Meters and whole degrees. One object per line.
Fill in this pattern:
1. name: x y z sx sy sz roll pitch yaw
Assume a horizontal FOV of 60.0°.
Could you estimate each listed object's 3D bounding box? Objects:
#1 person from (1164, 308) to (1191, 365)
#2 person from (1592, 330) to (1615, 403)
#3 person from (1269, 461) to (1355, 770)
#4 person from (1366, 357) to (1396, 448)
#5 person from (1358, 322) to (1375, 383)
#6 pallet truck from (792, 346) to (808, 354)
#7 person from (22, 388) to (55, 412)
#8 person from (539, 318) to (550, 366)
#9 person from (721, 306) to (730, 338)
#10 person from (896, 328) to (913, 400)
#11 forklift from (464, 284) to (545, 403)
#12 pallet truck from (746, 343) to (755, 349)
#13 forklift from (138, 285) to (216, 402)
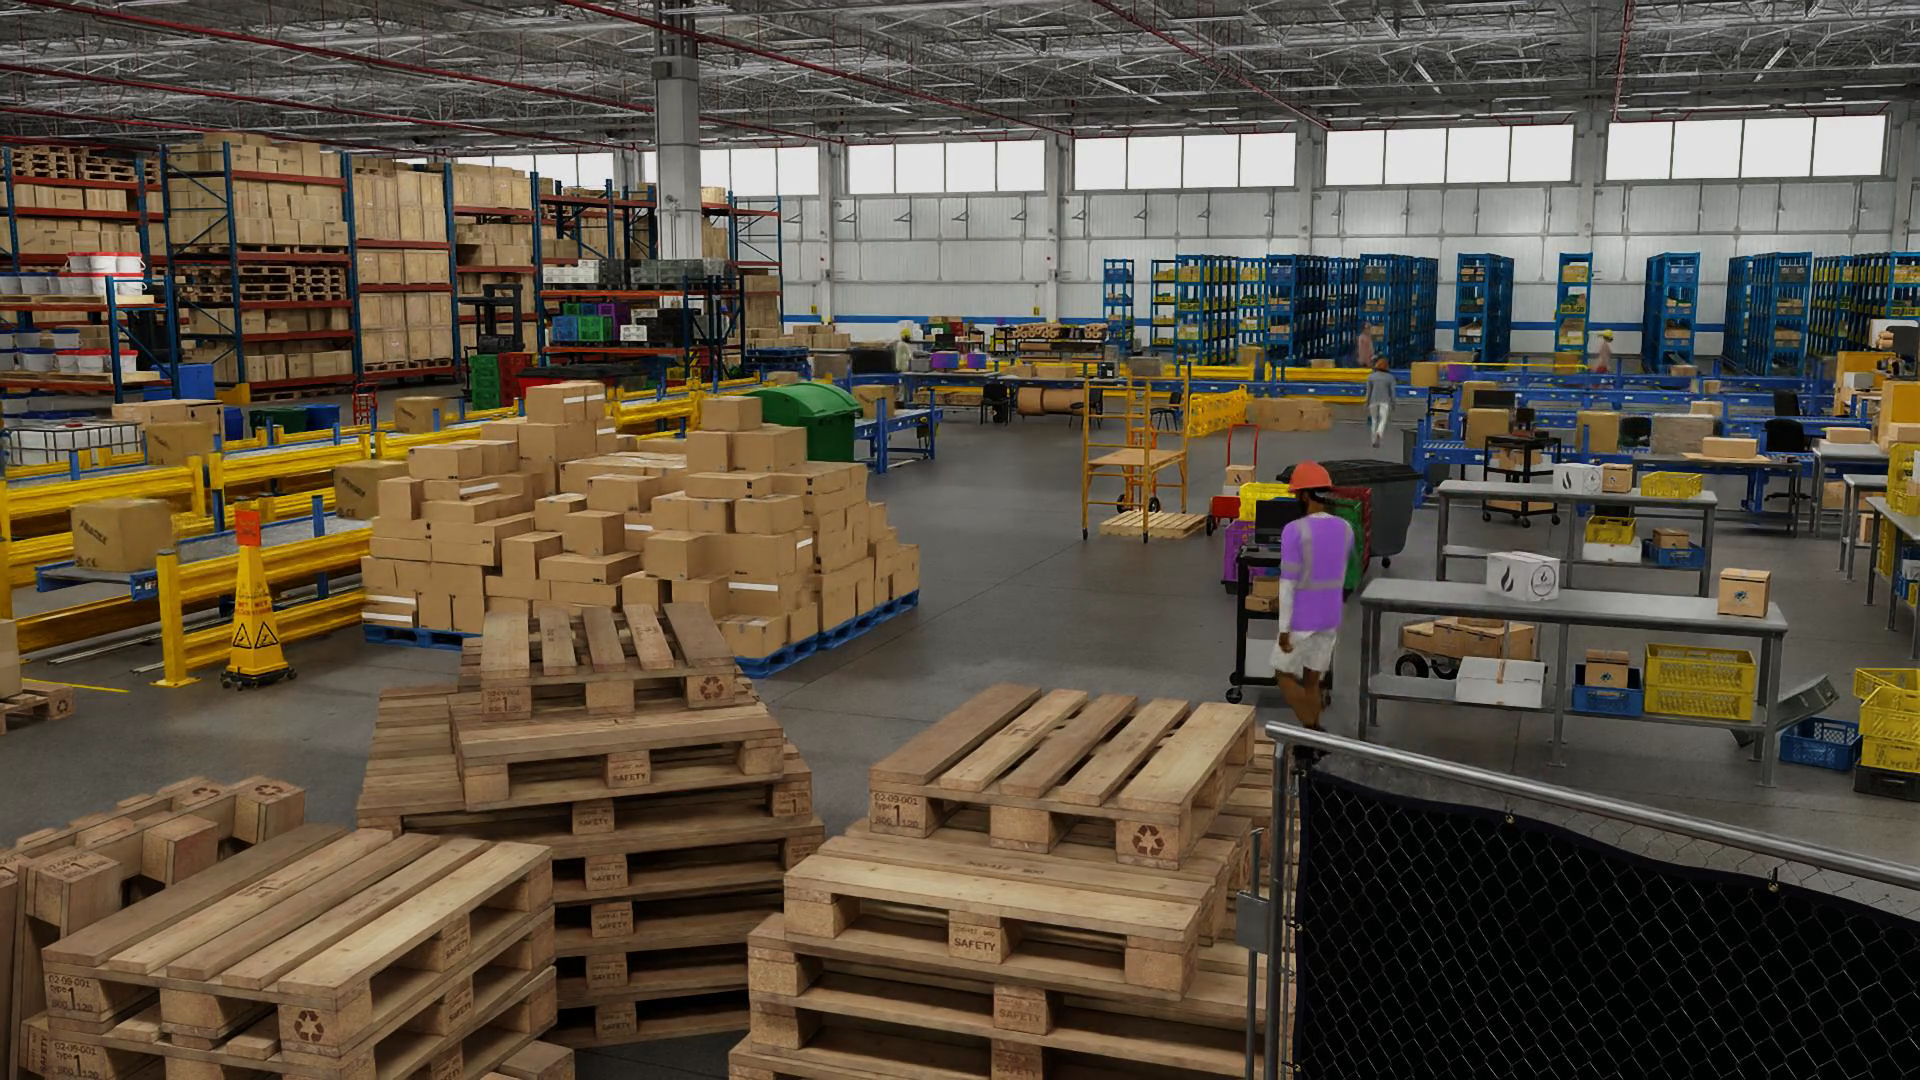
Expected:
1. person: 7.122 -6.519 53.834 1.048 1.976 0.612 0 9 0
2. person: 15.351 -4.111 39.467 0.670 1.746 0.532 6 11 32
3. person: 2.164 0.476 10.157 0.552 1.902 0.539 -4 10 -25
4. person: 7.322 -2.384 29.027 0.524 1.605 0.582 5 10 27
5. person: 10.101 -4.470 41.263 0.448 1.884 0.669 3 10 21
6. pallet truck: -3.705 -4.298 42.022 0.653 1.274 1.630 3 10 20
7. person: -14.885 -2.199 27.019 0.654 1.877 0.797 4 10 21
8. person: -12.262 -5.651 49.053 0.306 1.772 0.525 -5 10 -27
9. person: -8.343 -7.301 58.850 0.389 1.946 0.614 5 10 27
10. person: -1.272 -4.020 38.656 0.432 1.810 0.602 1 9 7
11. forklift: -10.832 -4.702 39.610 1.129 2.768 1.873 3 10 20
12. pallet truck: -6.183 -4.618 44.264 1.601 1.201 0.680 -9 12 -43
13. forklift: -17.480 -4.200 36.461 1.873 2.768 1.129 3 10 19
